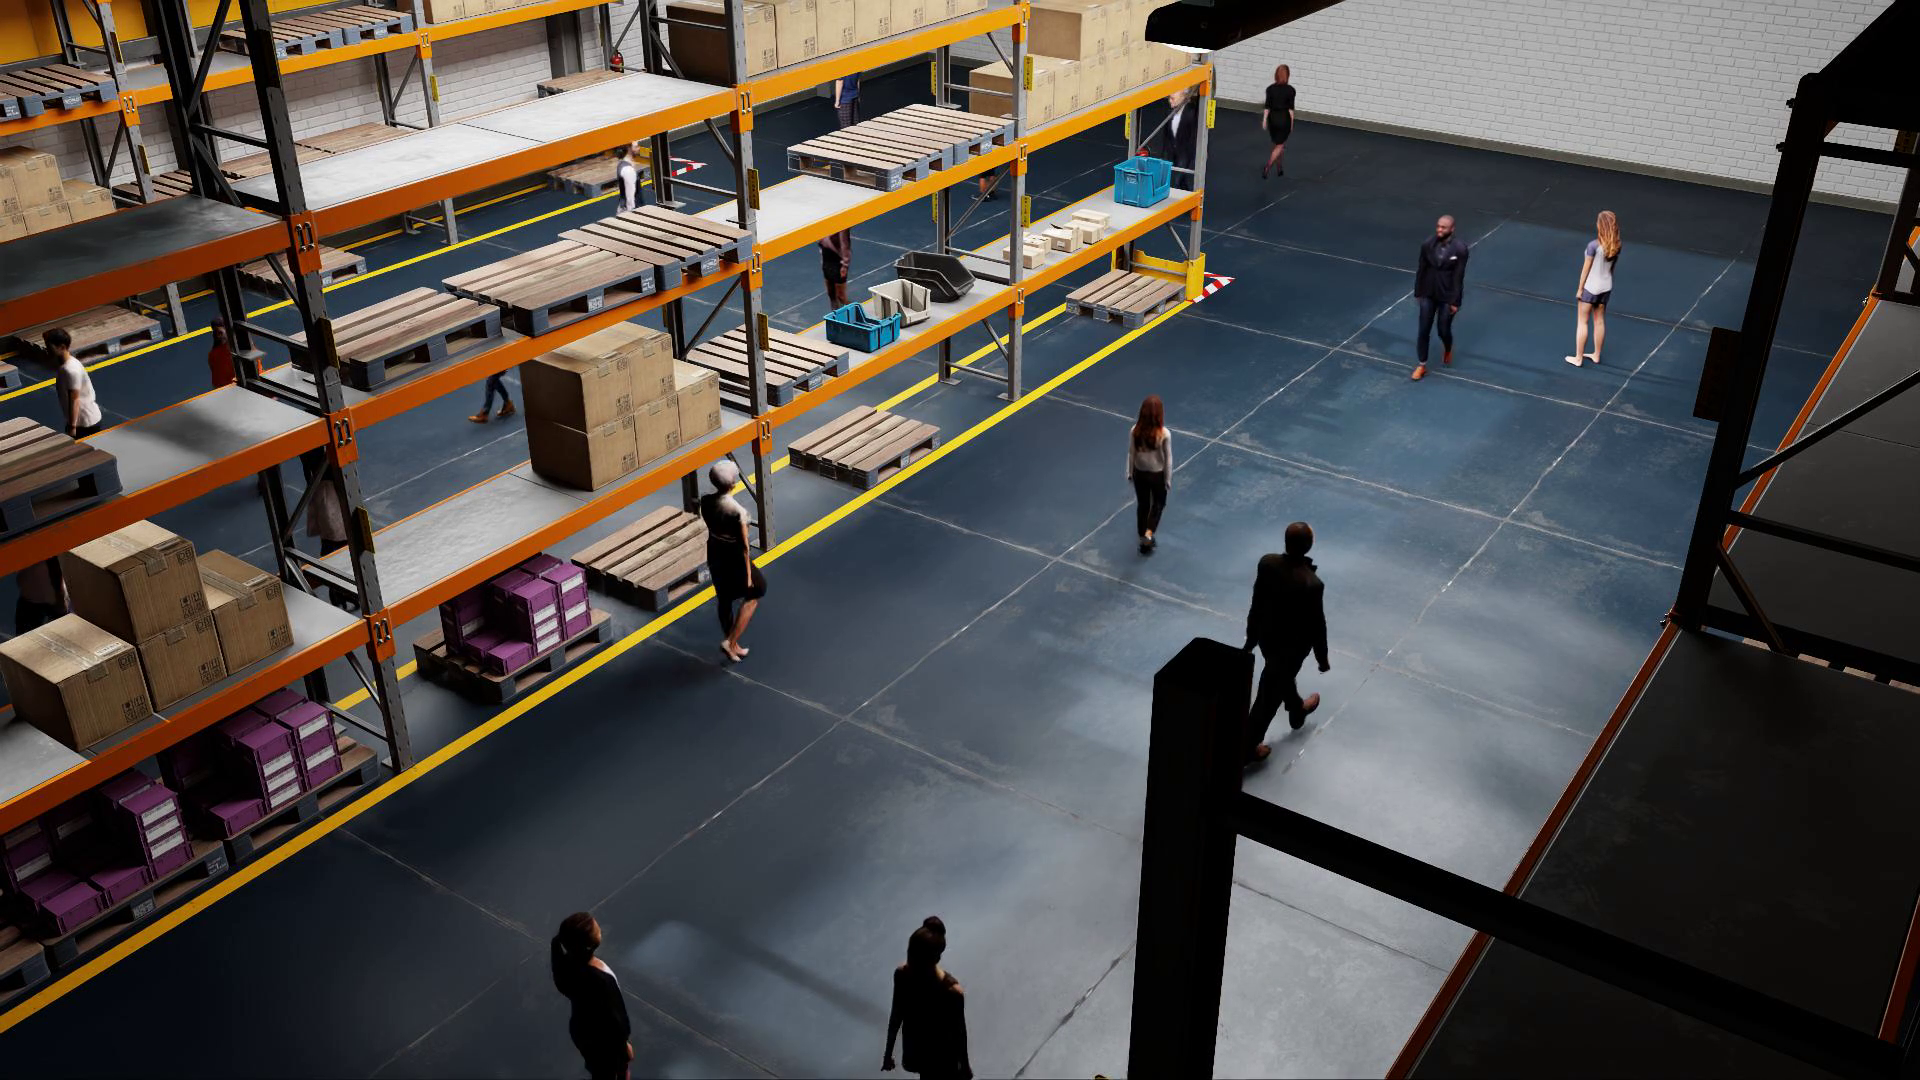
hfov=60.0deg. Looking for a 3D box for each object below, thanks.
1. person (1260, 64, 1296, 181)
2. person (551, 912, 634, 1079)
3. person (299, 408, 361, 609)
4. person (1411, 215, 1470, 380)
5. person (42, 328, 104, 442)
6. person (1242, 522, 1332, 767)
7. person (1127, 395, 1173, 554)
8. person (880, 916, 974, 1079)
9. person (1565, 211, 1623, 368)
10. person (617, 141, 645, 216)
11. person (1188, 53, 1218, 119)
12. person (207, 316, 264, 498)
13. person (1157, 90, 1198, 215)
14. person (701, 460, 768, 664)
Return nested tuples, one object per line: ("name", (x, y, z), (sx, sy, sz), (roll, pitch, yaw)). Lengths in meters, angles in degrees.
("person", (4.633, -6.053, 24.347), (0.714, 1.669, 1.052), (15, 32, 25))
("person", (-1.938, 2.599, 8.626), (1.029, 1.535, 0.736), (-20, 34, -32))
("person", (-5.156, -0.266, 13.629), (0.631, 1.774, 0.611), (18, 34, 30))
("person", (5.199, -2.633, 17.935), (0.691, 1.805, 0.882), (18, 34, 30))
("person", (-8.007, -1.161, 15.347), (0.890, 1.699, 0.749), (-24, 37, -37))
("person", (2.192, 0.780, 11.625), (1.299, 1.855, 0.926), (-23, 36, -35))
("person", (1.627, -0.531, 14.420), (0.611, 1.481, 0.606), (11, 30, 19))
("person", (-0.093, 2.589, 8.533), (0.651, 1.642, 1.053), (22, 35, 34))
("person", (6.983, -2.753, 18.237), (0.644, 1.726, 0.739), (-11, 30, -19))
("person", (-4.106, -3.926, 20.202), (1.205, 1.904, 1.095), (-8, 30, -15))
("person", (3.827, -7.061, 26.413), (0.711, 1.460, 0.746), (4, 29, 7))
("person", (-6.677, -1.314, 15.591), (0.794, 1.733, 0.856), (1, 29, 1))
("person", (3.070, -5.315, 22.909), (0.770, 1.750, 1.179), (20, 35, 32))
("person", (-1.832, 0.224, 12.760), (0.606, 1.745, 0.697), (19, 34, 31))
